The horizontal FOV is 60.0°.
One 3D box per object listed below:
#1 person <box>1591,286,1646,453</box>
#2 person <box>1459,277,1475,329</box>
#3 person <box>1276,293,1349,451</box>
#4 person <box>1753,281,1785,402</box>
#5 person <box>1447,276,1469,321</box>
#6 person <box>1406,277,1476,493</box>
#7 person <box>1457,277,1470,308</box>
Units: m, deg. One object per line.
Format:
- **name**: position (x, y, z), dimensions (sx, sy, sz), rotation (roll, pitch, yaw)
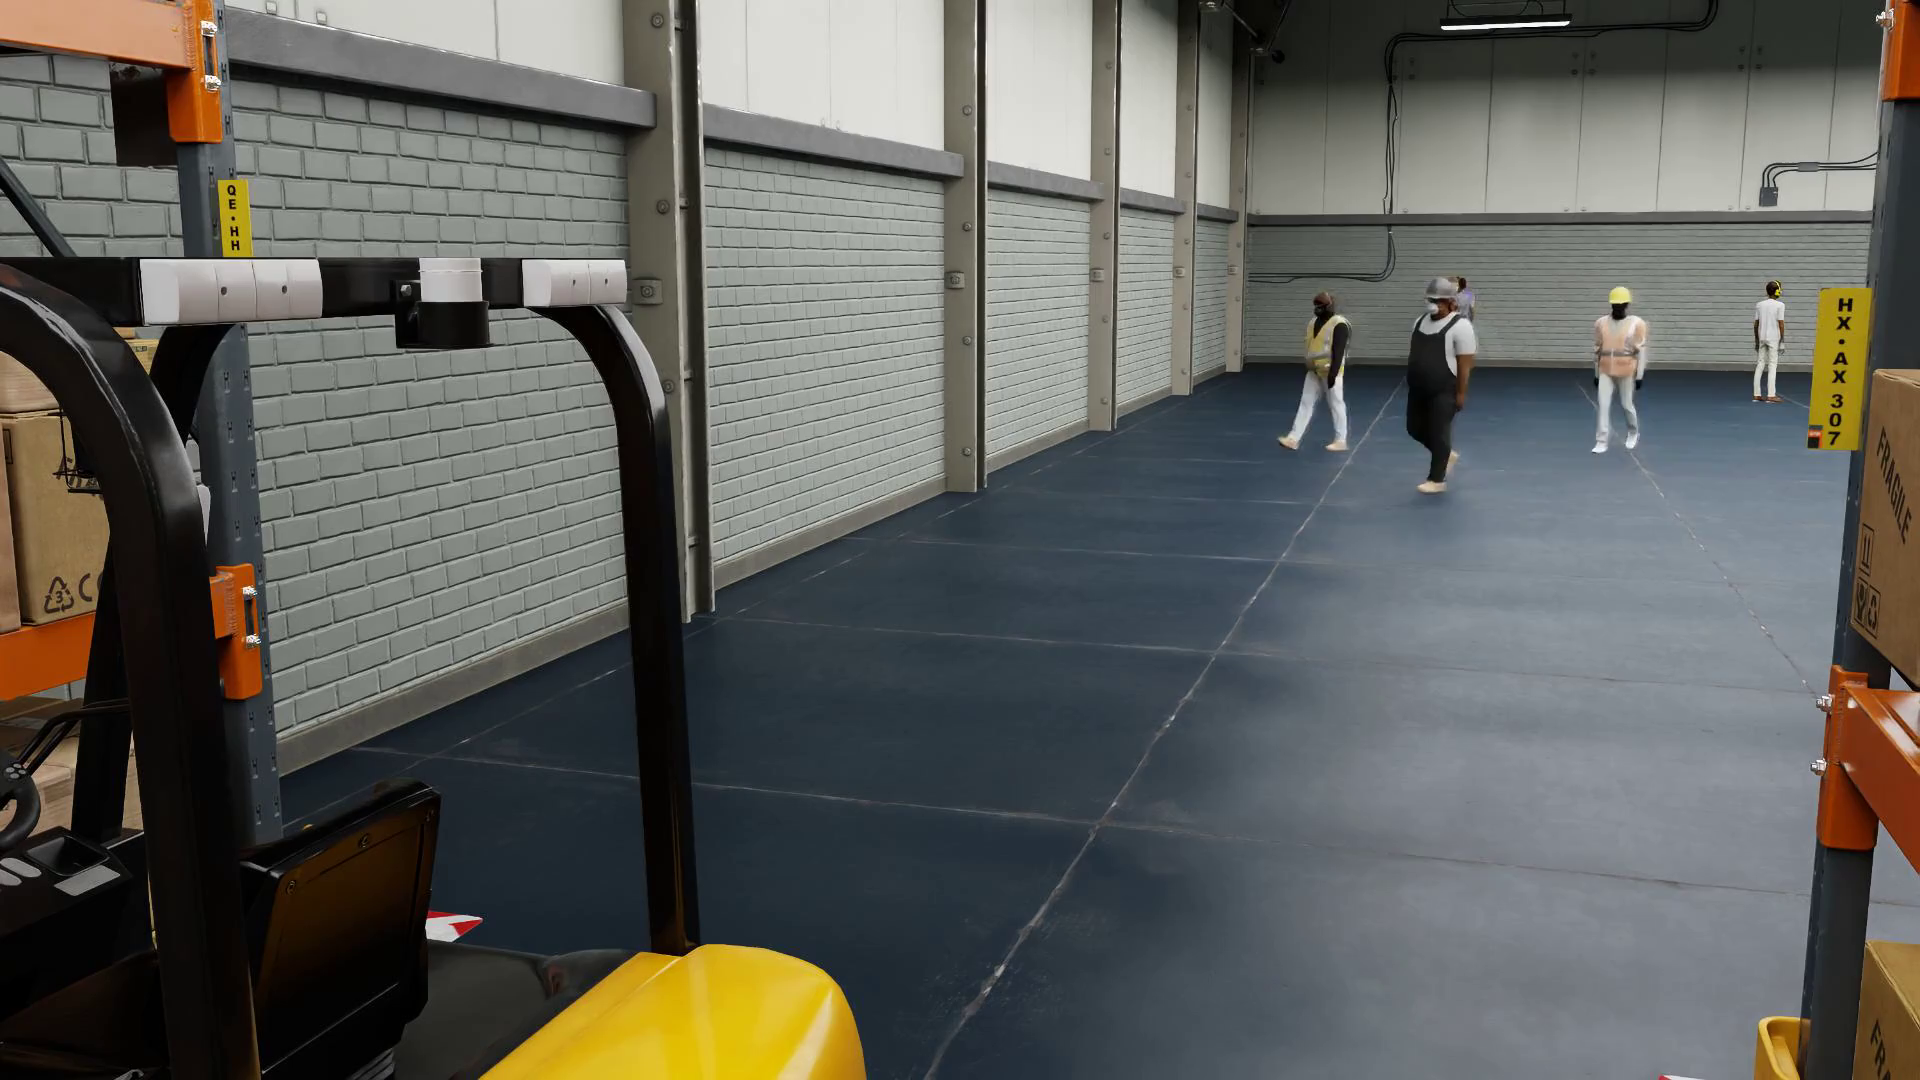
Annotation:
- **person**: position (7.548, -1.947, 18.995), dimensions (0.595, 1.897, 0.886), rotation (9, 13, 41)
- **person**: position (10.012, -4.338, 33.342), dimensions (0.567, 1.850, 0.389), rotation (1, 10, 8)
- **person**: position (4.065, -1.895, 18.943), dimensions (0.933, 1.796, 0.654), rotation (-5, 11, -28)
- **person**: position (12.488, -3.053, 25.632), dimensions (0.328, 1.872, 0.509), rotation (-5, 11, -29)
- **person**: position (8.160, -3.425, 27.707), dimensions (0.629, 1.925, 0.439), rotation (0, 10, 1)
- **person**: position (4.518, -1.468, 15.682), dimensions (0.668, 2.000, 0.703), rotation (-6, 11, -31)
- **person**: position (9.291, -3.967, 31.071), dimensions (0.535, 1.869, 0.314), rotation (-8, 12, -38)
